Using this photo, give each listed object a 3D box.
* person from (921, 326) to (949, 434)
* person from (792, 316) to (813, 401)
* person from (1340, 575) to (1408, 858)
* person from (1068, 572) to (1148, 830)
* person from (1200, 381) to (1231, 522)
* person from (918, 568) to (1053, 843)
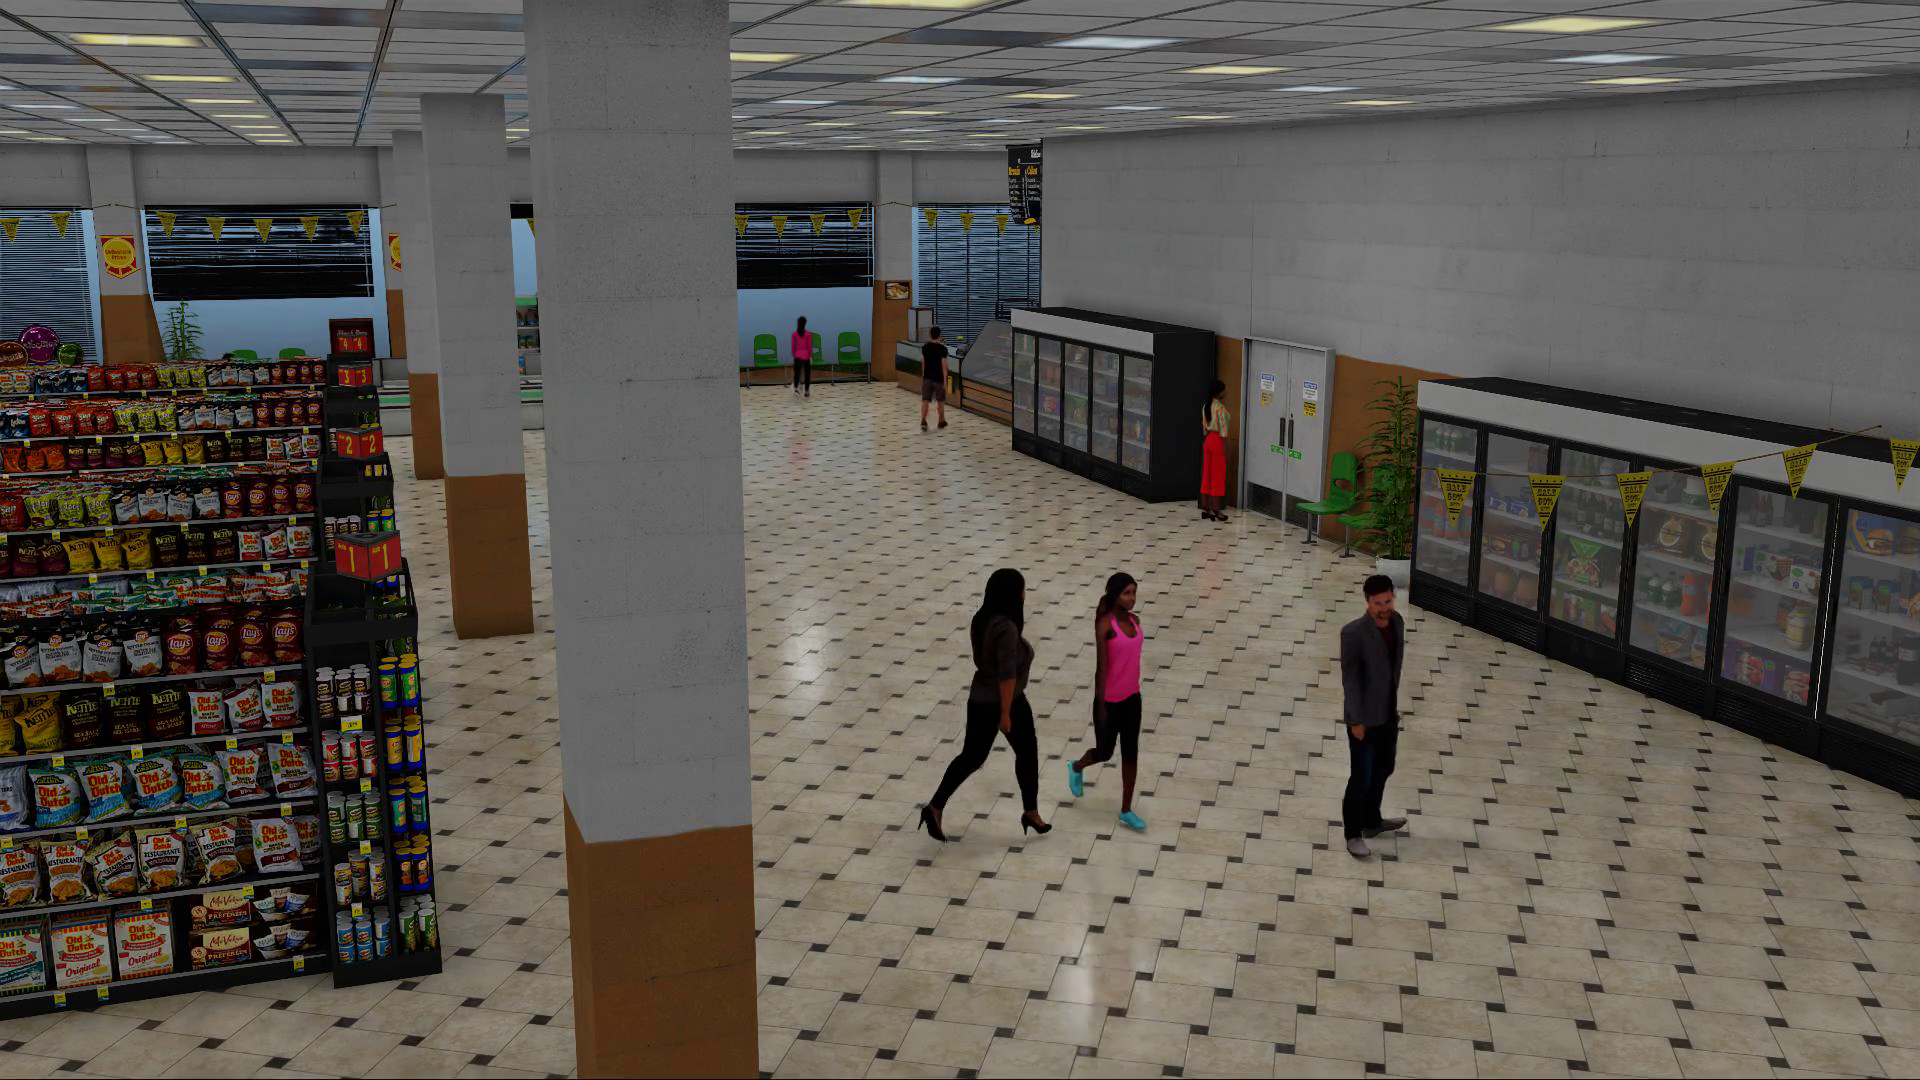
[{"bbox_3d":[-0.507,-2.776,28.933,1.218,1.835,1.191,4,12,16],"label":"person"},{"bbox_3d":[-3.183,-3.607,33.287,1.100,1.667,0.958,1,12,4],"label":"person"},{"bbox_3d":[2.617,1.086,10.558,1.020,1.848,0.727,9,15,37],"label":"person"},{"bbox_3d":[0.989,1.049,11.080,0.951,1.707,0.765,-8,14,-34],"label":"person"},{"bbox_3d":[3.262,-1.144,21.287,0.587,1.792,0.641,-7,14,-30],"label":"person"},{"bbox_3d":[0.142,1.107,10.592,1.203,1.793,0.794,-7,14,-30],"label":"person"}]
